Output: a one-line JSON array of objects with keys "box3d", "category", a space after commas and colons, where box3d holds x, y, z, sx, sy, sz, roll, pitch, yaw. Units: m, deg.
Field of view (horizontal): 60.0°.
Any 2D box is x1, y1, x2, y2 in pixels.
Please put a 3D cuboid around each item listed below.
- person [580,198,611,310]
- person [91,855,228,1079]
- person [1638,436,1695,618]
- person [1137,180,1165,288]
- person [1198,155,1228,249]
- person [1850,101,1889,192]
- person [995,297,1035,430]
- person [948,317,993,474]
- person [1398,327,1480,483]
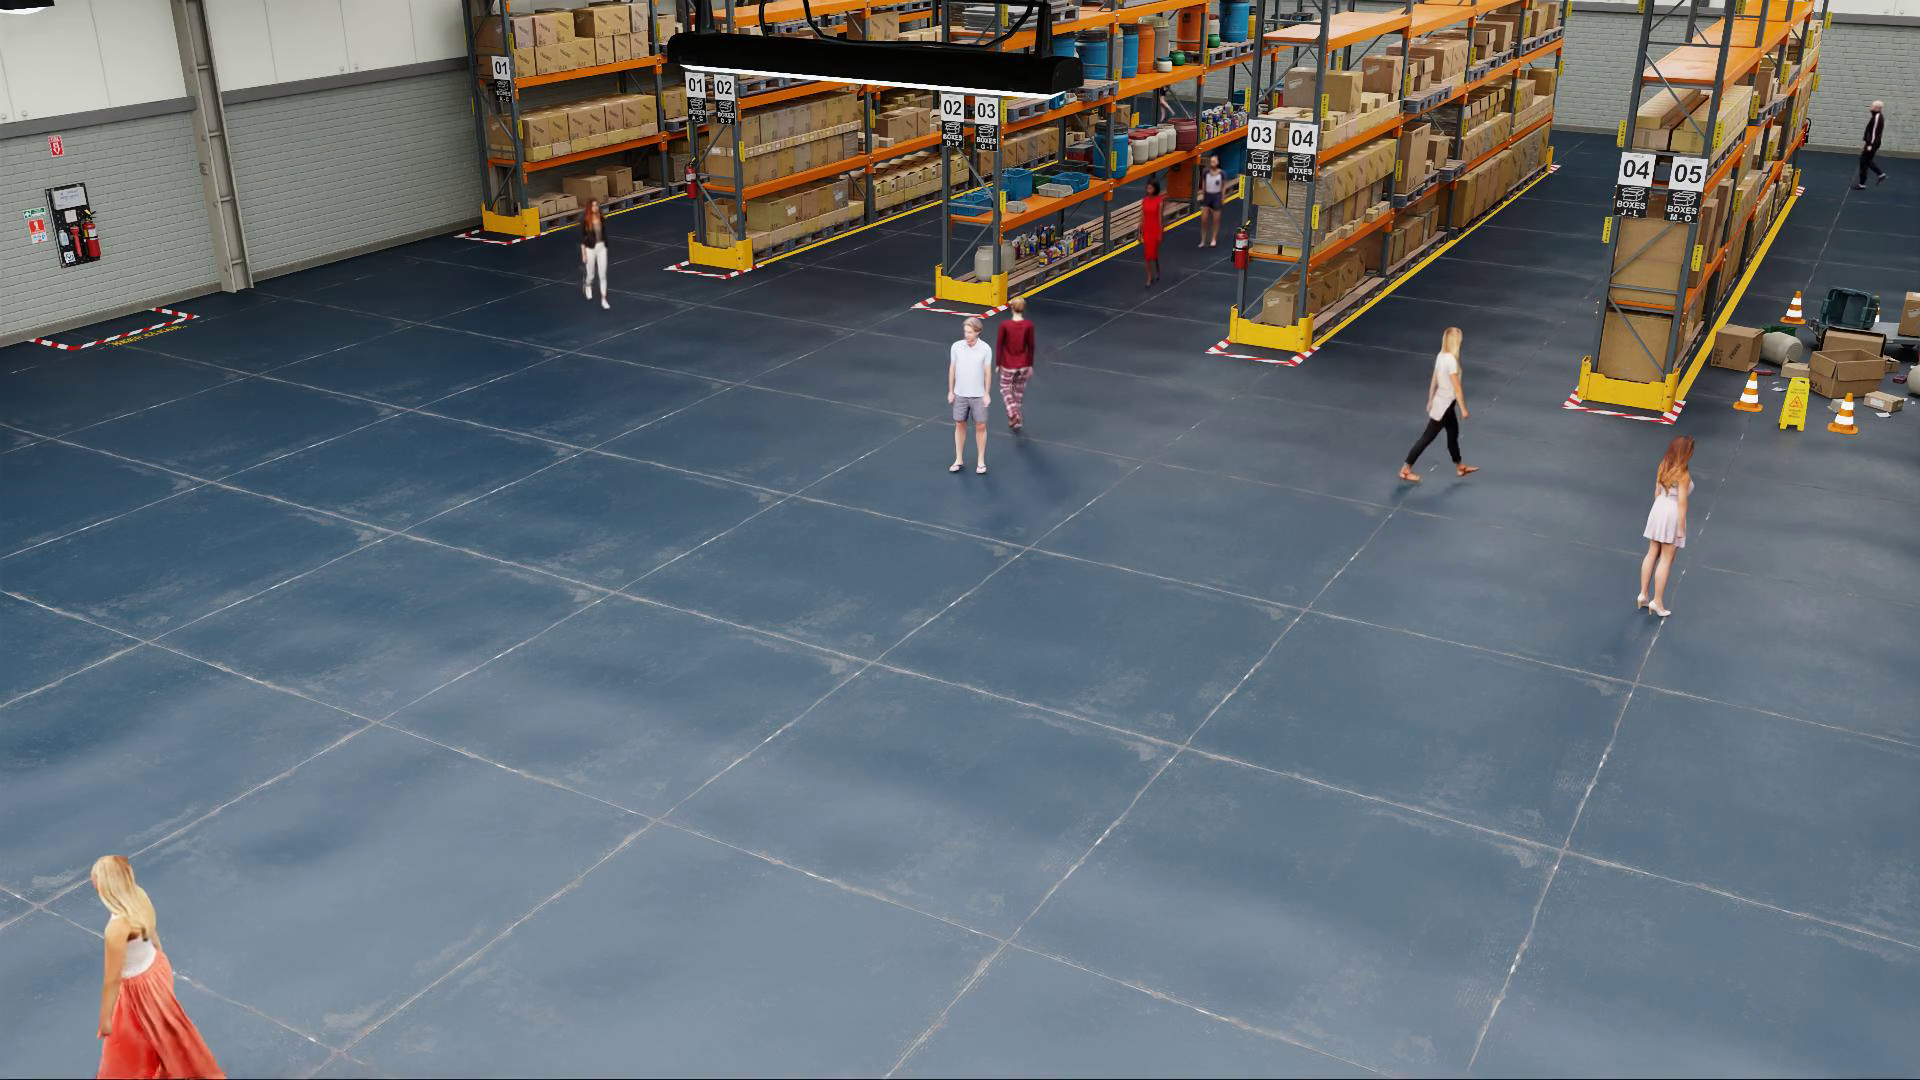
[{"box3d": [-5.689, -4.468, 25.842, 0.983, 1.688, 0.961, -12, 26, -26], "category": "person"}, {"box3d": [-4.430, 2.526, 9.286, 1.150, 1.774, 1.126, -4, 23, -10], "category": "person"}, {"box3d": [6.614, -0.143, 15.568, 0.740, 1.769, 0.680, -6, 24, -13], "category": "person"}, {"box3d": [3.159, -4.970, 26.967, 0.632, 1.732, 0.697, 17, 28, 34], "category": "person"}, {"box3d": [4.524, -6.034, 29.601, 0.681, 1.628, 0.888, 8, 24, 18], "category": "person"}, {"box3d": [18.824, -8.065, 34.140, 0.767, 1.814, 0.804, 14, 27, 29], "category": "person"}, {"box3d": [0.683, -2.128, 20.344, 0.811, 1.685, 0.870, -5, 24, -12], "category": "person"}, {"box3d": [0.129, -1.684, 19.116, 0.719, 1.830, 0.670, 5, 24, 12], "category": "person"}, {"box3d": [5.331, -1.461, 18.662, 1.093, 1.774, 1.188, -1, 23, -3], "category": "person"}]
